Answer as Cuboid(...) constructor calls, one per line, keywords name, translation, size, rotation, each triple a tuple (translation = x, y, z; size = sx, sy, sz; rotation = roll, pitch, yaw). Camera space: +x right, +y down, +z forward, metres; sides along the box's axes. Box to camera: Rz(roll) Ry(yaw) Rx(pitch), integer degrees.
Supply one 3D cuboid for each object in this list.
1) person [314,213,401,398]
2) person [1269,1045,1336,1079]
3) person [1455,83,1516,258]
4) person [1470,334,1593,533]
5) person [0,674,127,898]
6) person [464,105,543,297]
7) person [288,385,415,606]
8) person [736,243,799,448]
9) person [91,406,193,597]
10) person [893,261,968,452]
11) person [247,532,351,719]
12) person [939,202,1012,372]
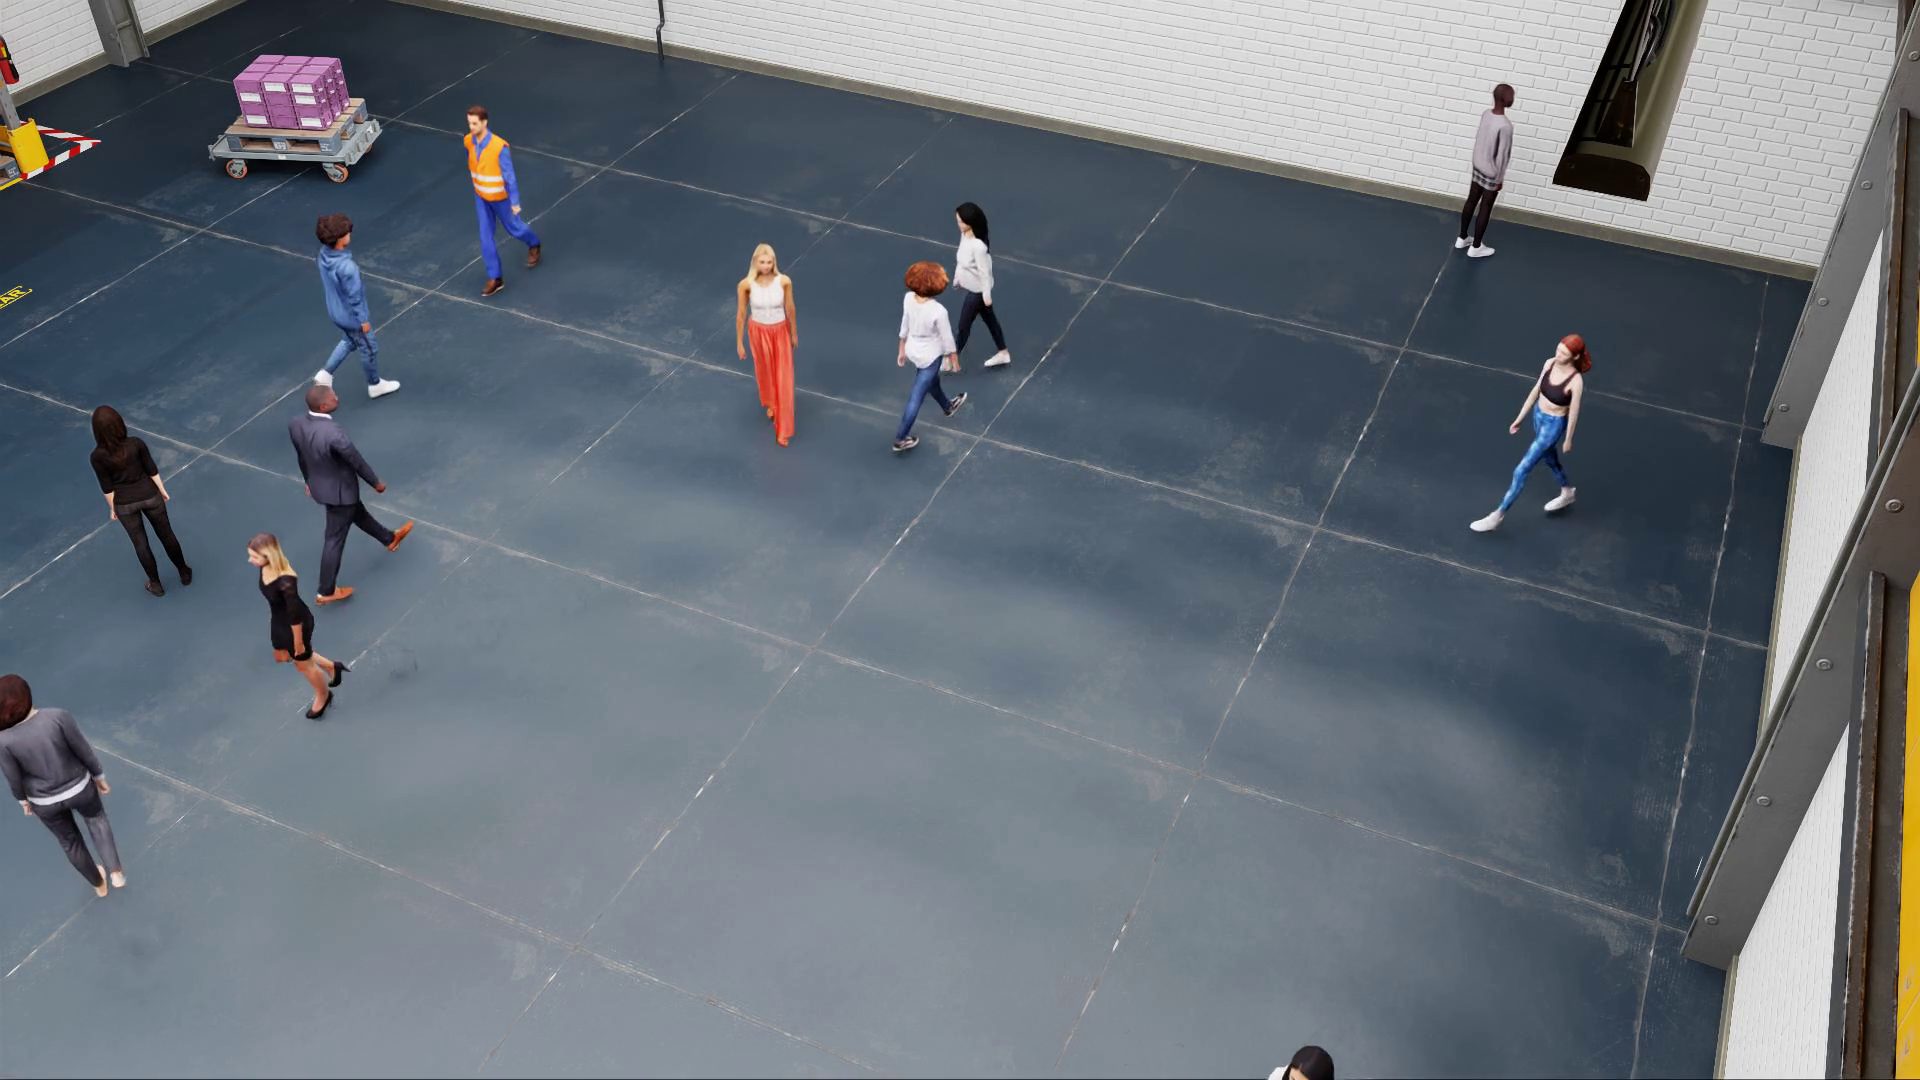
Cuboid(name="person", translation=(-5.351, -1.961, 14.380), size=(0.895, 1.790, 1.044), rotation=(30, 47, 32))
Cuboid(name="person", translation=(1.706, 3.020, 8.214), size=(0.742, 1.702, 1.125), rotation=(24, 45, 27))
Cuboid(name="person", translation=(5.247, -3.686, 16.555), size=(0.742, 1.771, 0.684), rotation=(-13, 40, -16))
Cuboid(name="person", translation=(4.667, -0.852, 13.036), size=(1.170, 1.735, 1.172), rotation=(-11, 40, -13))
Cuboid(name="person", translation=(-5.380, 1.557, 10.000), size=(0.766, 1.758, 0.840), rotation=(-23, 44, -26))
Cuboid(name="person", translation=(-4.435, -3.341, 16.076), size=(0.763, 1.830, 1.206), rotation=(12, 40, 15))
Cuboid(name="person", translation=(-4.671, -0.290, 12.306), size=(0.846, 1.767, 1.291), rotation=(22, 44, 26))
Cuboid(name="person", translation=(-1.624, -1.765, 14.152), size=(1.032, 1.769, 1.212), rotation=(-3, 39, -4))
Cuboid(name="person", translation=(-6.137, -0.295, 12.412), size=(0.583, 1.642, 0.699), rotation=(-25, 45, -28))
Cuboid(name="person", translation=(-0.366, -1.497, 13.901), size=(1.250, 1.663, 0.949), rotation=(-30, 47, -32))
Cuboid(name="person", translation=(-4.451, 0.559, 11.329), size=(0.777, 1.660, 0.710), rotation=(-24, 45, -27))
Cuboid(name="person", translation=(0.249, -2.250, 14.851), size=(1.067, 1.653, 1.058), rotation=(-10, 40, -12))
